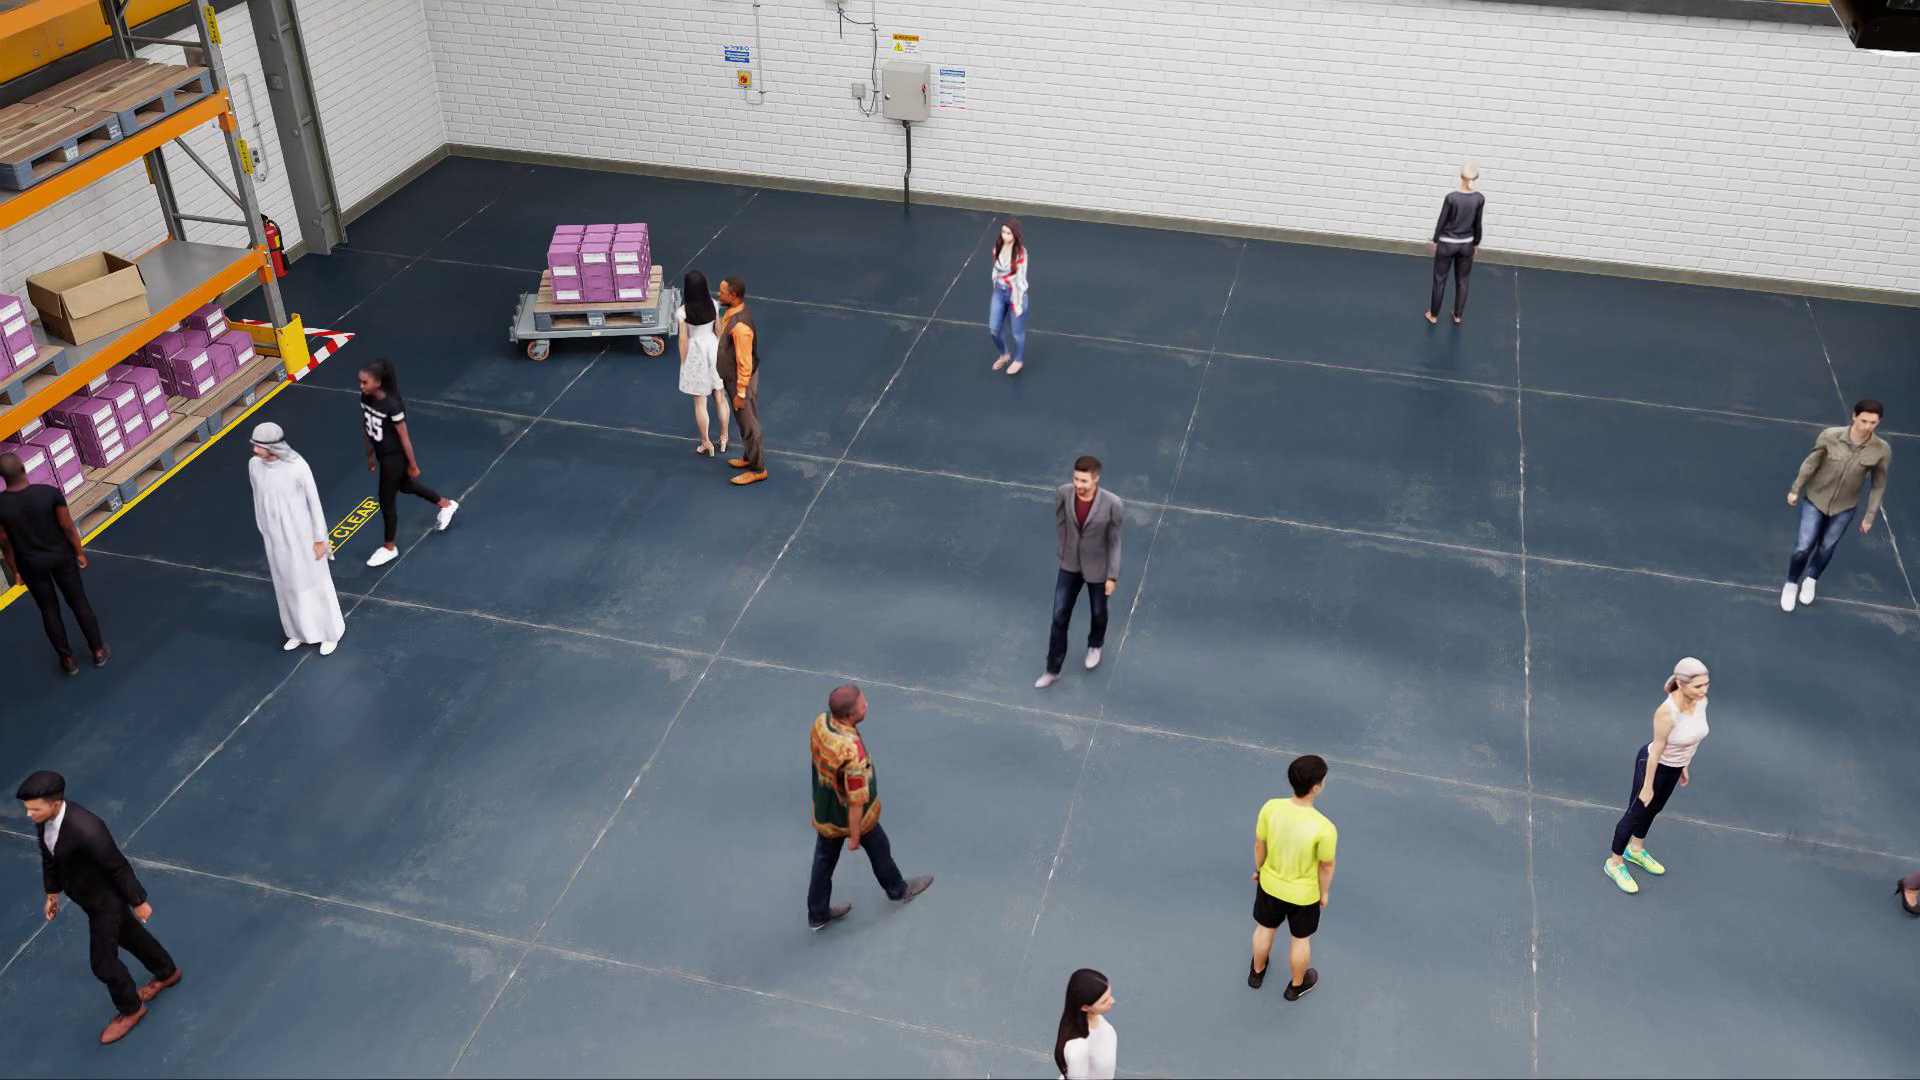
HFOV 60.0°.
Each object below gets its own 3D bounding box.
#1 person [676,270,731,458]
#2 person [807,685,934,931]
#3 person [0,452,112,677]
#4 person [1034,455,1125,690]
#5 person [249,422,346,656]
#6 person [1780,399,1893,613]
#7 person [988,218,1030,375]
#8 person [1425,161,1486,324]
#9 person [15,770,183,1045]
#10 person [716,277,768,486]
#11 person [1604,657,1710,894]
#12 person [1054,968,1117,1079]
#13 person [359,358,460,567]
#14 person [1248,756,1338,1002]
[{"bbox_3d":[-2.268,-1.559,14.703,0.776,1.774,0.835,-18,38,-25],"label":"person"},{"bbox_3d":[-0.764,1.631,9.905,1.161,1.772,1.086,-20,39,-27],"label":"person"},{"bbox_3d":[-6.621,0.172,12.058,0.730,1.818,0.783,-17,37,-23],"label":"person"},{"bbox_3d":[0.949,0.156,12.062,0.783,1.842,1.024,12,35,17],"label":"person"},{"bbox_3d":[-4.919,-0.038,12.275,0.693,1.930,0.627,7,34,11],"label":"person"},{"bbox_3d":[6.713,-0.336,12.802,0.826,1.841,0.813,14,36,20],"label":"person"},{"bbox_3d":[0.540,-2.368,16.077,0.683,1.599,0.693,20,39,27],"label":"person"},{"bbox_3d":[5.055,-3.027,16.954,0.676,1.727,0.621,0,34,0],"label":"person"},{"bbox_3d":[-4.758,1.928,9.391,0.868,1.847,0.946,24,40,31],"label":"person"},{"bbox_3d":[-1.871,-1.384,14.318,0.849,1.908,0.717,-7,34,-10],"label":"person"},{"bbox_3d":[4.329,1.416,10.292,0.658,1.702,0.737,-22,39,-29],"label":"person"},{"bbox_3d":[0.584,2.761,8.173,0.676,1.808,0.475,6,34,9],"label":"person"},{"bbox_3d":[-4.508,-0.674,13.445,0.940,1.693,1.240,23,40,31],"label":"person"},{"bbox_3d":[1.893,1.942,9.498,0.675,1.706,0.634,19,38,26],"label":"person"}]
